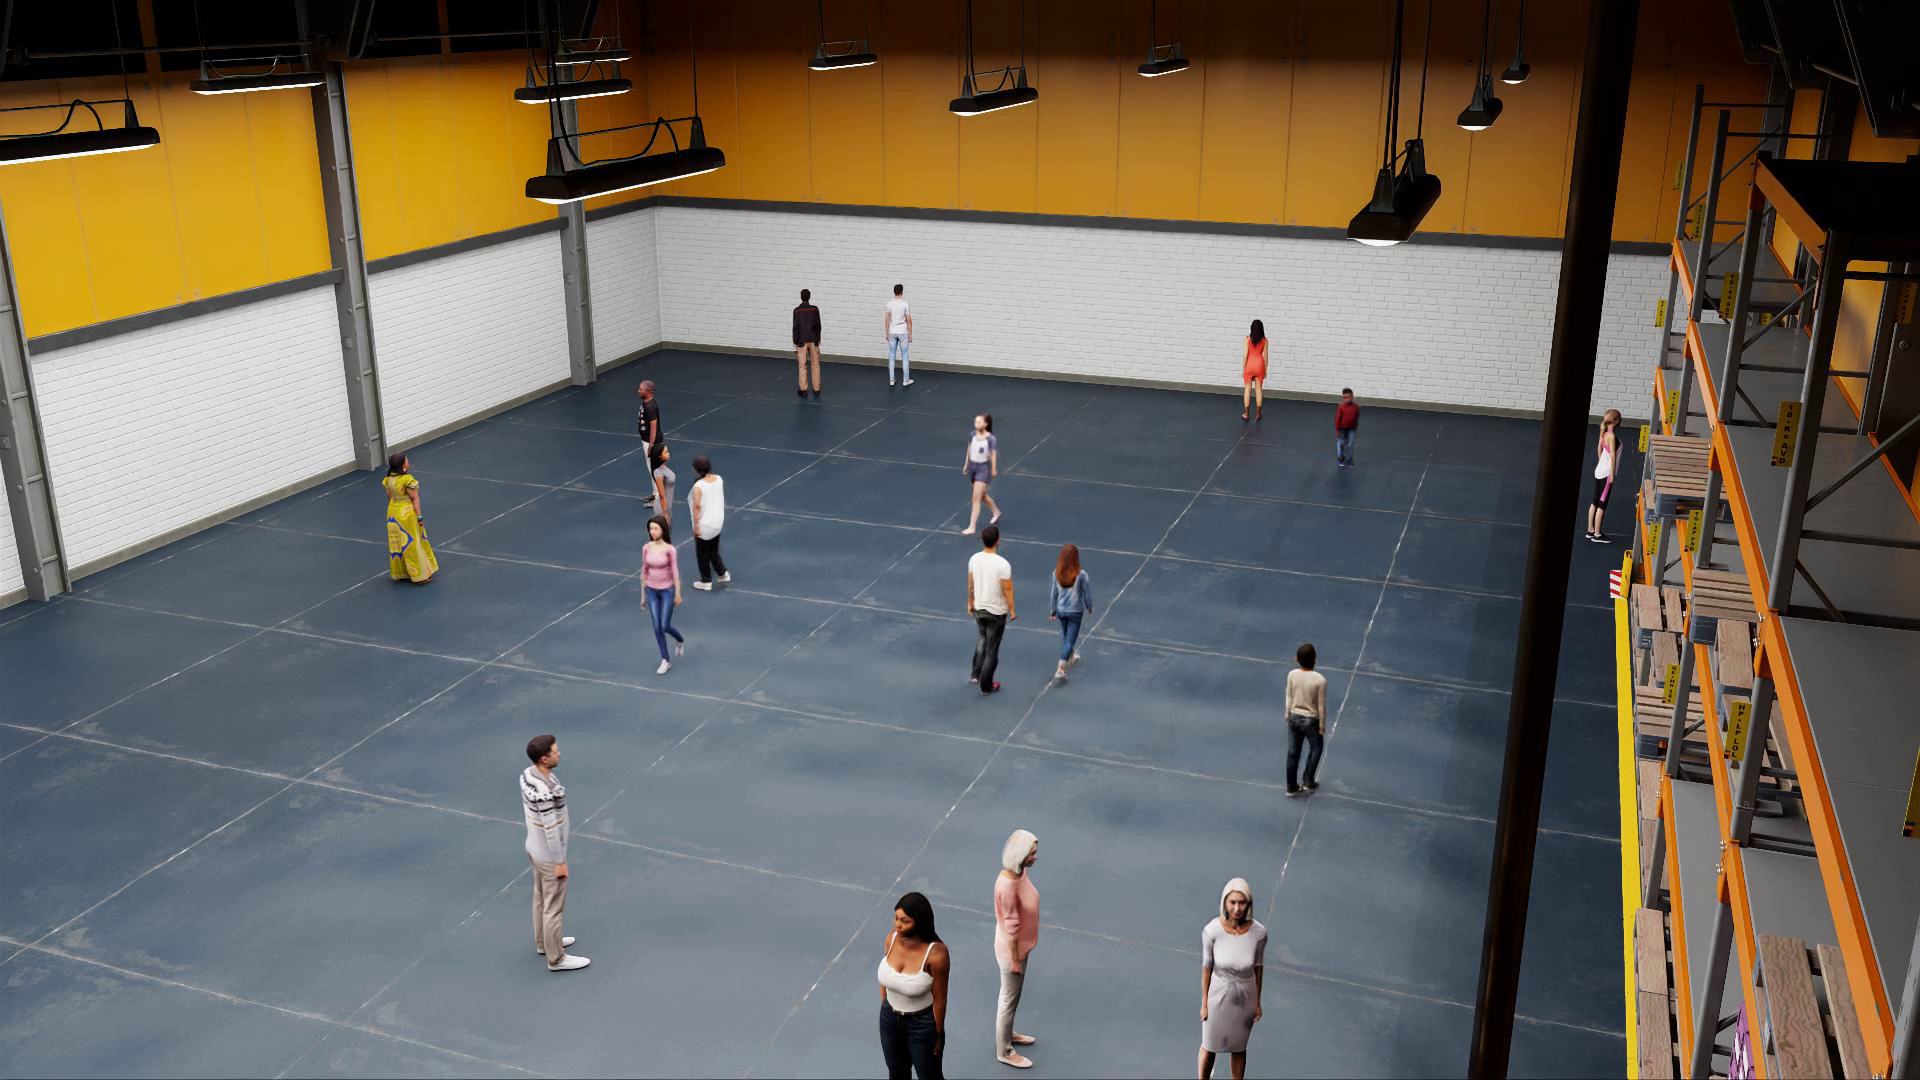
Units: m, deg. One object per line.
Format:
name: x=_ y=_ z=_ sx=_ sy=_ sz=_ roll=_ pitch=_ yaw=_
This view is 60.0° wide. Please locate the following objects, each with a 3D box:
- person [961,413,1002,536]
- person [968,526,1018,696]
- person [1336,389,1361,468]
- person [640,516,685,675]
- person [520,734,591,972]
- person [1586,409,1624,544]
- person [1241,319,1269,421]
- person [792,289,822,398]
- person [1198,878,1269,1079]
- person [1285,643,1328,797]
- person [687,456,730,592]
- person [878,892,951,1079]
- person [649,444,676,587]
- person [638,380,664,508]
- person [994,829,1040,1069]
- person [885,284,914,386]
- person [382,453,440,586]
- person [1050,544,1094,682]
person: x=0.334 y=-0.910 z=22.424 sx=1.138 sy=1.611 sz=0.917 roll=-16 pitch=24 yaw=-39
person: x=0.255 y=0.755 z=17.200 sx=0.738 sy=1.791 sz=0.724 roll=14 pitch=23 yaw=36
person: x=5.922 y=-1.733 z=25.450 sx=0.612 sy=1.239 sz=0.721 roll=-2 pitch=19 yaw=-5
person: x=-3.177 y=0.555 z=17.885 sx=0.561 sy=1.731 sz=0.700 roll=6 pitch=20 yaw=18
person: x=-3.095 y=2.316 z=12.451 sx=0.806 sy=1.862 sz=0.764 roll=-10 pitch=21 yaw=-27
person: x=8.528 y=-0.863 z=22.007 sx=0.732 sy=1.788 sz=0.581 roll=0 pitch=19 yaw=-1
person: x=4.978 y=-2.886 z=28.123 sx=0.659 sy=1.719 sz=0.636 roll=0 pitch=19 yaw=-1
person: x=-2.734 y=-3.538 z=29.736 sx=0.790 sy=1.924 sz=0.829 roll=-7 pitch=20 yaw=-19
person: x=1.739 y=2.957 z=10.723 sx=0.628 sy=1.750 sz=0.619 roll=0 pitch=19 yaw=-1
person: x=3.086 y=1.663 z=15.034 sx=0.620 sy=1.452 sz=0.626 roll=12 pitch=22 yaw=31
person: x=-3.101 y=-0.212 z=20.236 sx=0.747 sy=1.684 sz=0.606 roll=11 pitch=21 yaw=29
person: x=-0.289 y=3.017 z=10.450 sx=0.699 sy=1.810 sz=0.684 roll=12 pitch=22 yaw=33
person: x=-3.644 y=-0.323 z=20.415 sx=0.722 sy=1.781 sz=0.609 roll=-3 pitch=19 yaw=-9
person: x=-4.355 y=-1.373 z=23.495 sx=0.823 sy=1.805 sz=0.729 roll=-5 pitch=19 yaw=-15
person: x=0.368 y=2.756 z=11.361 sx=0.703 sy=1.723 sz=0.526 roll=3 pitch=19 yaw=8
person: x=-1.133 y=-3.776 z=30.561 sx=0.674 sy=1.850 sz=0.564 roll=5 pitch=19 yaw=14
person: x=-6.825 y=-0.277 z=20.466 sx=0.883 sy=1.661 sz=0.808 roll=9 pitch=21 yaw=26
person: x=1.139 y=0.784 z=17.631 sx=0.644 sy=1.459 sz=1.002 roll=9 pitch=21 yaw=26
